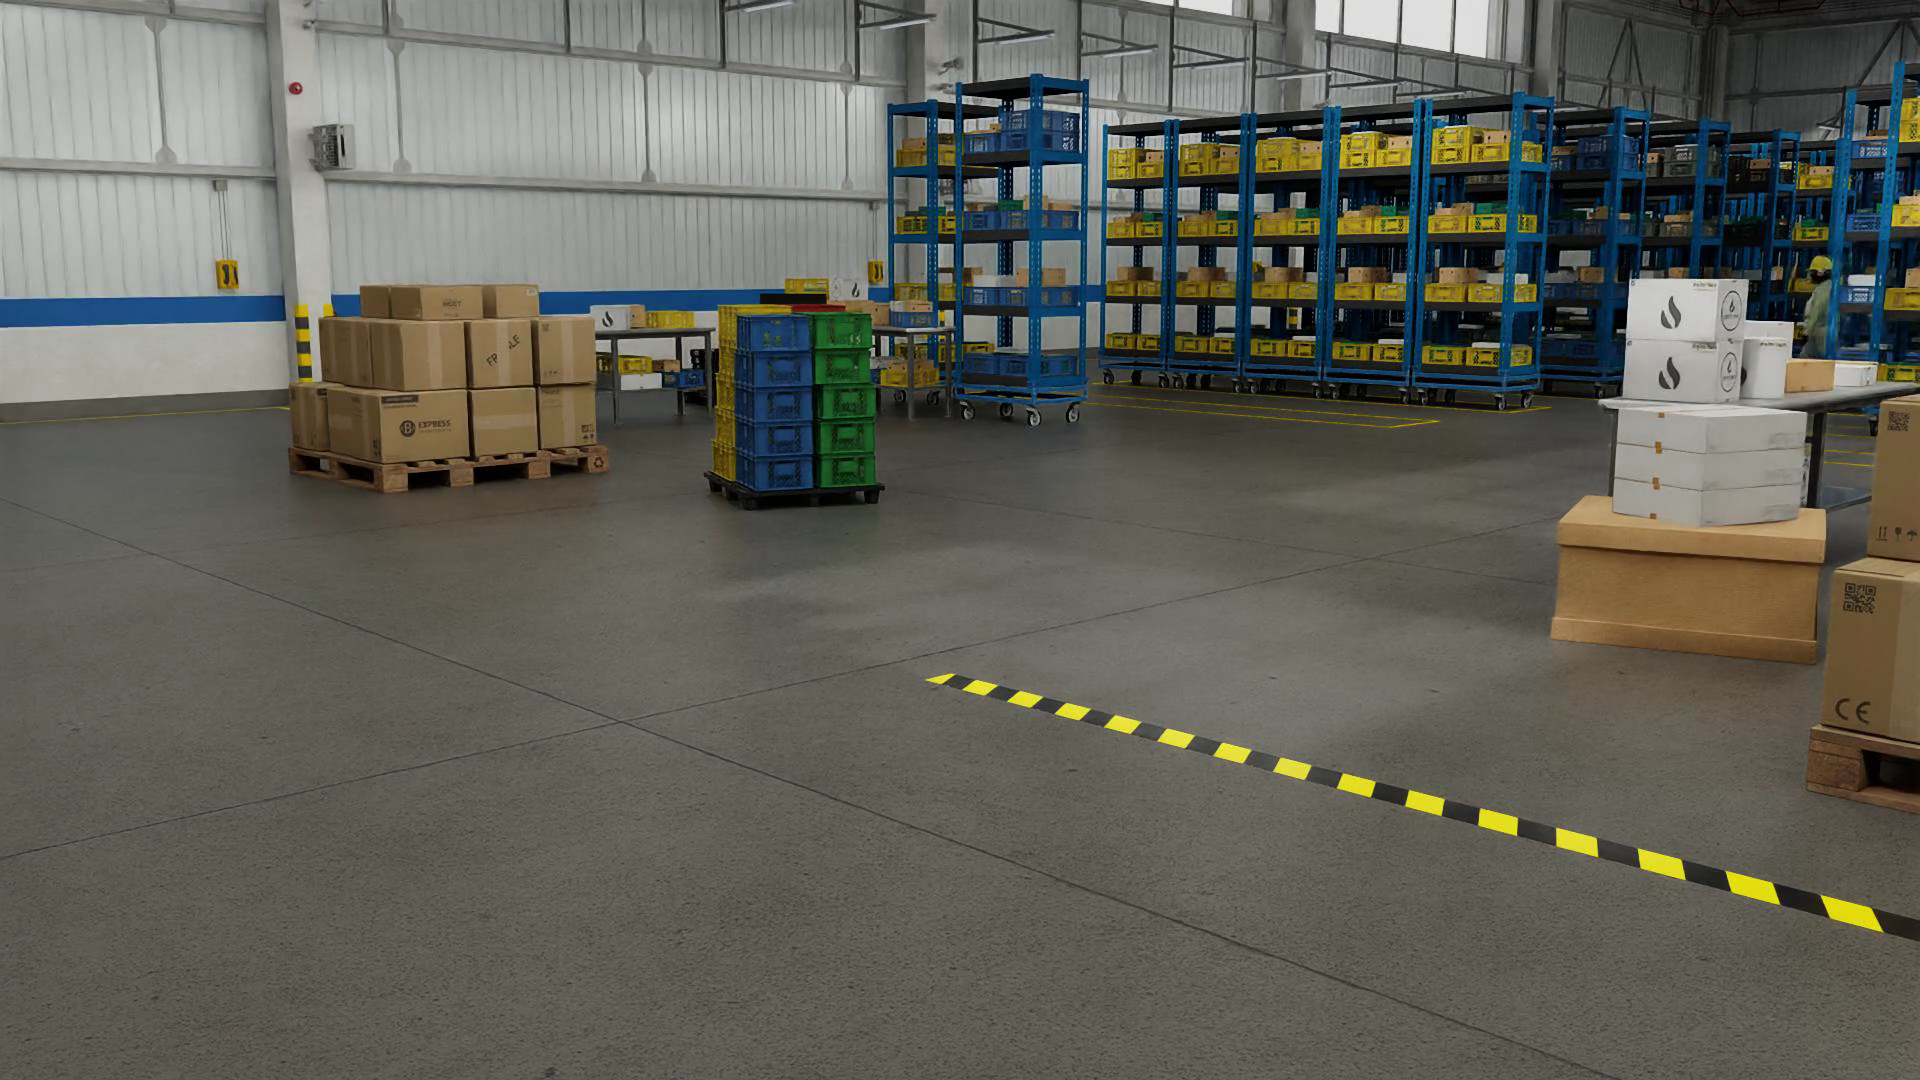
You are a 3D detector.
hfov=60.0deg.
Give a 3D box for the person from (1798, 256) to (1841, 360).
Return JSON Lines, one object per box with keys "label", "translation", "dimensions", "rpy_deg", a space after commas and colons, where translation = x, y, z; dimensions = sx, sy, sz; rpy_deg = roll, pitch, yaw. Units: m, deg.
{"label": "person", "translation": [10.302, -2.530, 20.121], "dimensions": [0.932, 1.776, 0.599], "rpy_deg": [4, 10, 23]}
